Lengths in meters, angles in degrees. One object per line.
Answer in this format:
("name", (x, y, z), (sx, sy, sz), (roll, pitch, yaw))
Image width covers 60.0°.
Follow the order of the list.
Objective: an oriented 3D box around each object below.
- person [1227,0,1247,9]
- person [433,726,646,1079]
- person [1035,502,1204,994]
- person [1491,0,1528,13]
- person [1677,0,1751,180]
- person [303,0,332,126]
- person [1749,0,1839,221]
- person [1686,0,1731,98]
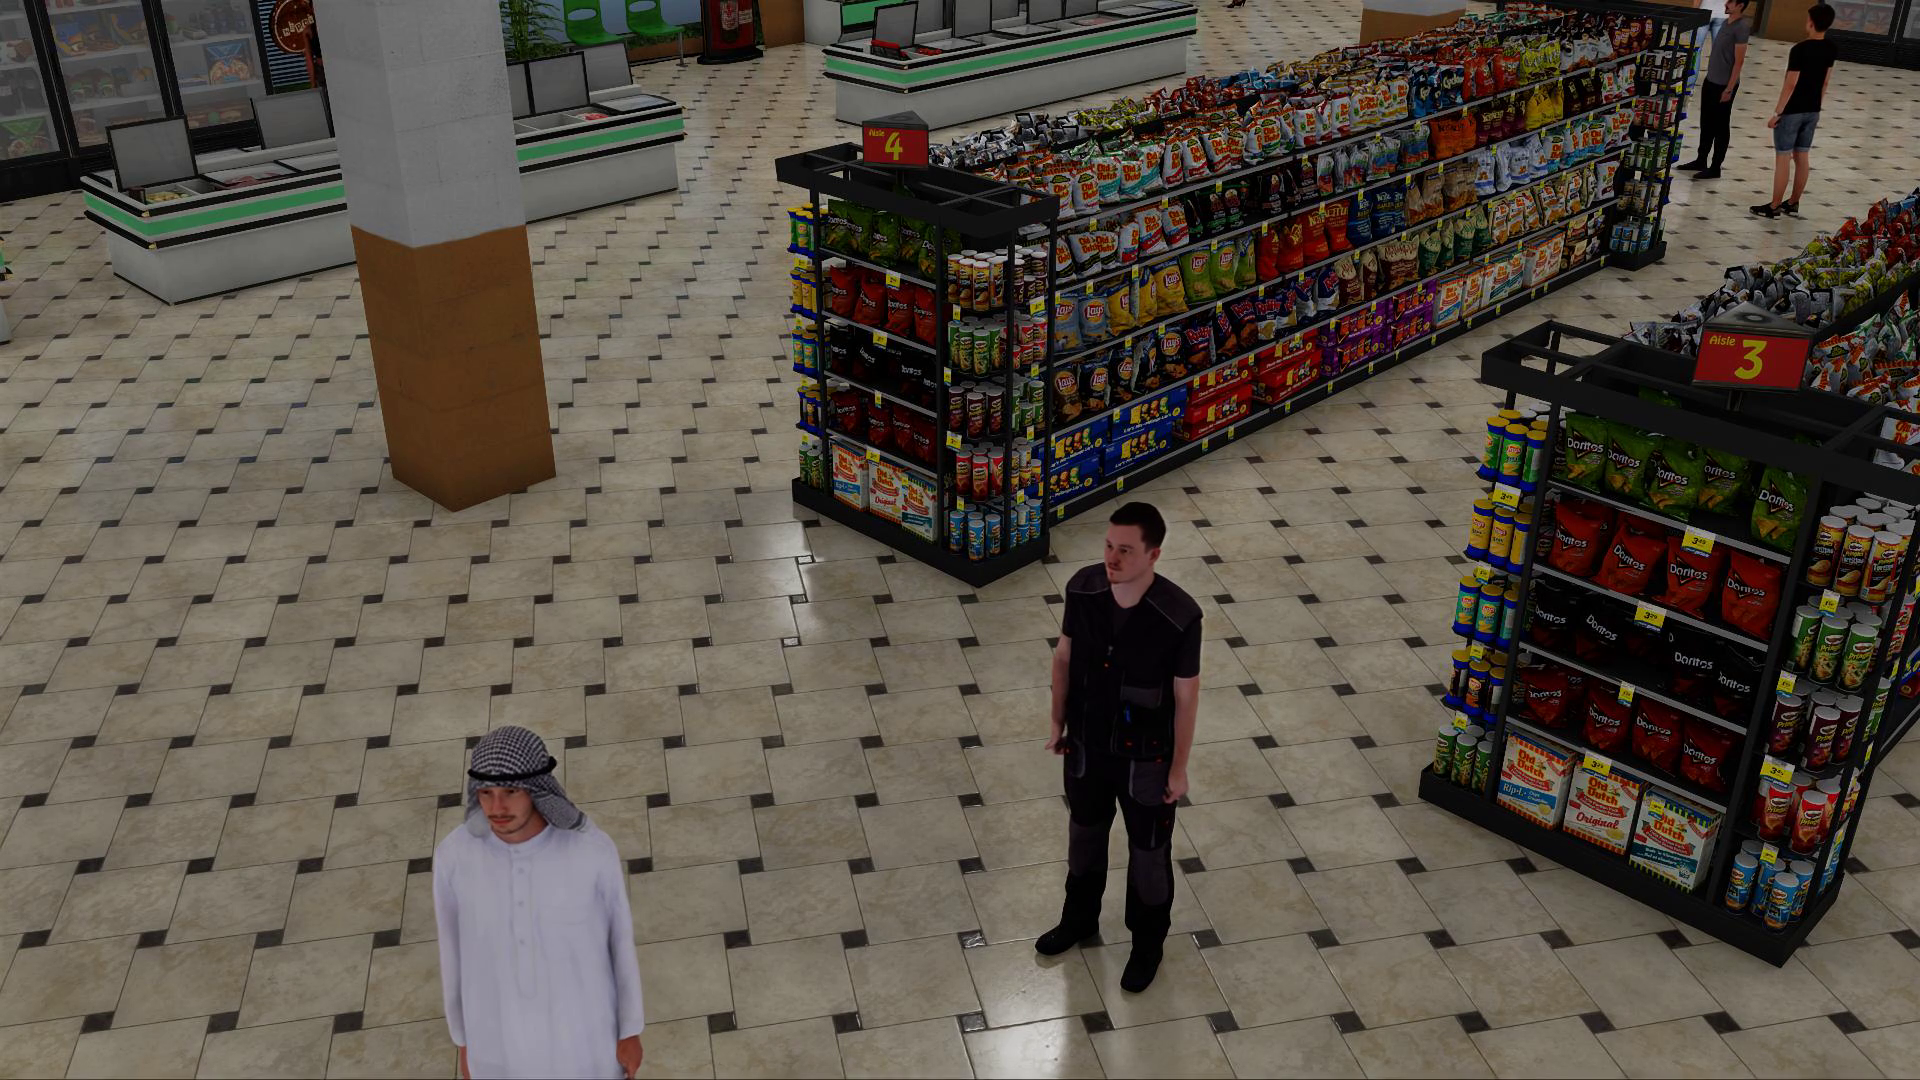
("person", (4.169, -8.835, 24.698), (0.659, 1.781, 0.492), (20, 33, 33))
("person", (-1.115, 1.327, 4.498), (0.783, 1.927, 0.860), (-3, 27, -5))
("person", (0.567, 0.710, 5.803), (0.753, 1.846, 0.651), (17, 32, 30))
("person", (6.935, -6.912, 20.871), (0.737, 1.812, 0.806), (-1, 27, -2))
("person", (7.308, -4.382, 15.946), (0.745, 1.755, 0.697), (-2, 27, -3))
("person", (-6.075, -4.431, 16.105), (0.600, 1.699, 0.715), (-10, 29, -20))
("person", (7.390, -3.763, 14.626), (0.650, 1.846, 0.798), (-10, 28, -18))
("person", (8.657, -6.057, 19.127), (0.753, 1.865, 0.775), (4, 27, 7))
